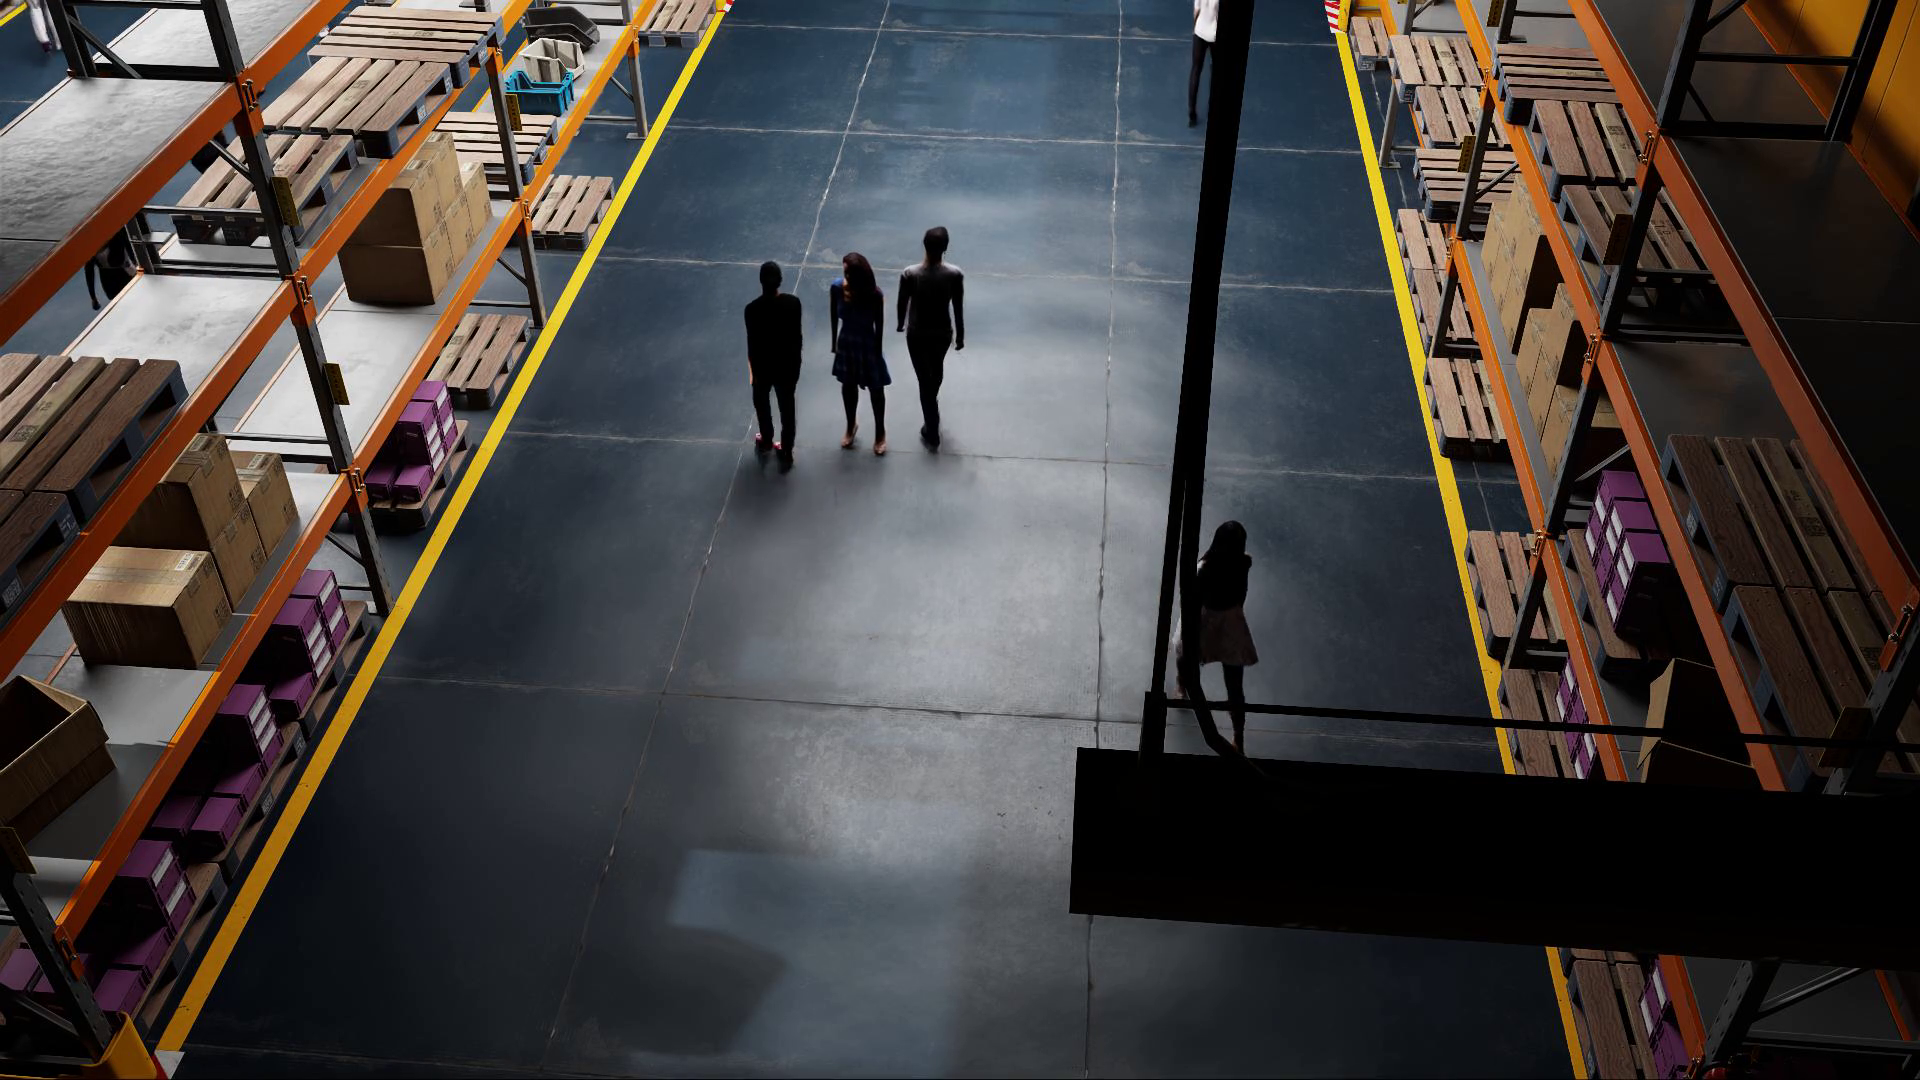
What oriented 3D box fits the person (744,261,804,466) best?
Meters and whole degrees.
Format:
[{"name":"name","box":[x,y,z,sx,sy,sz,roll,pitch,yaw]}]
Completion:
[{"name":"person","box":[-1.420,-1.339,13.109,0.802,1.739,0.859,-17,42,-20]}]

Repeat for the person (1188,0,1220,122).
[{"name":"person","box":[2.695,-5.464,18.274,0.881,1.739,1.202,17,42,20]}]

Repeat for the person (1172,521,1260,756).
[{"name":"person","box":[1.583,0.551,10.758,0.936,1.719,1.280,-10,40,-13]}]

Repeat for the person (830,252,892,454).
[{"name":"person","box":[-0.799,-1.480,13.235,0.728,1.802,0.673,13,40,15]}]

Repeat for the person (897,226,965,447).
[{"name":"person","box":[-0.231,-1.581,13.347,0.889,1.820,1.160,-9,39,-11]}]
